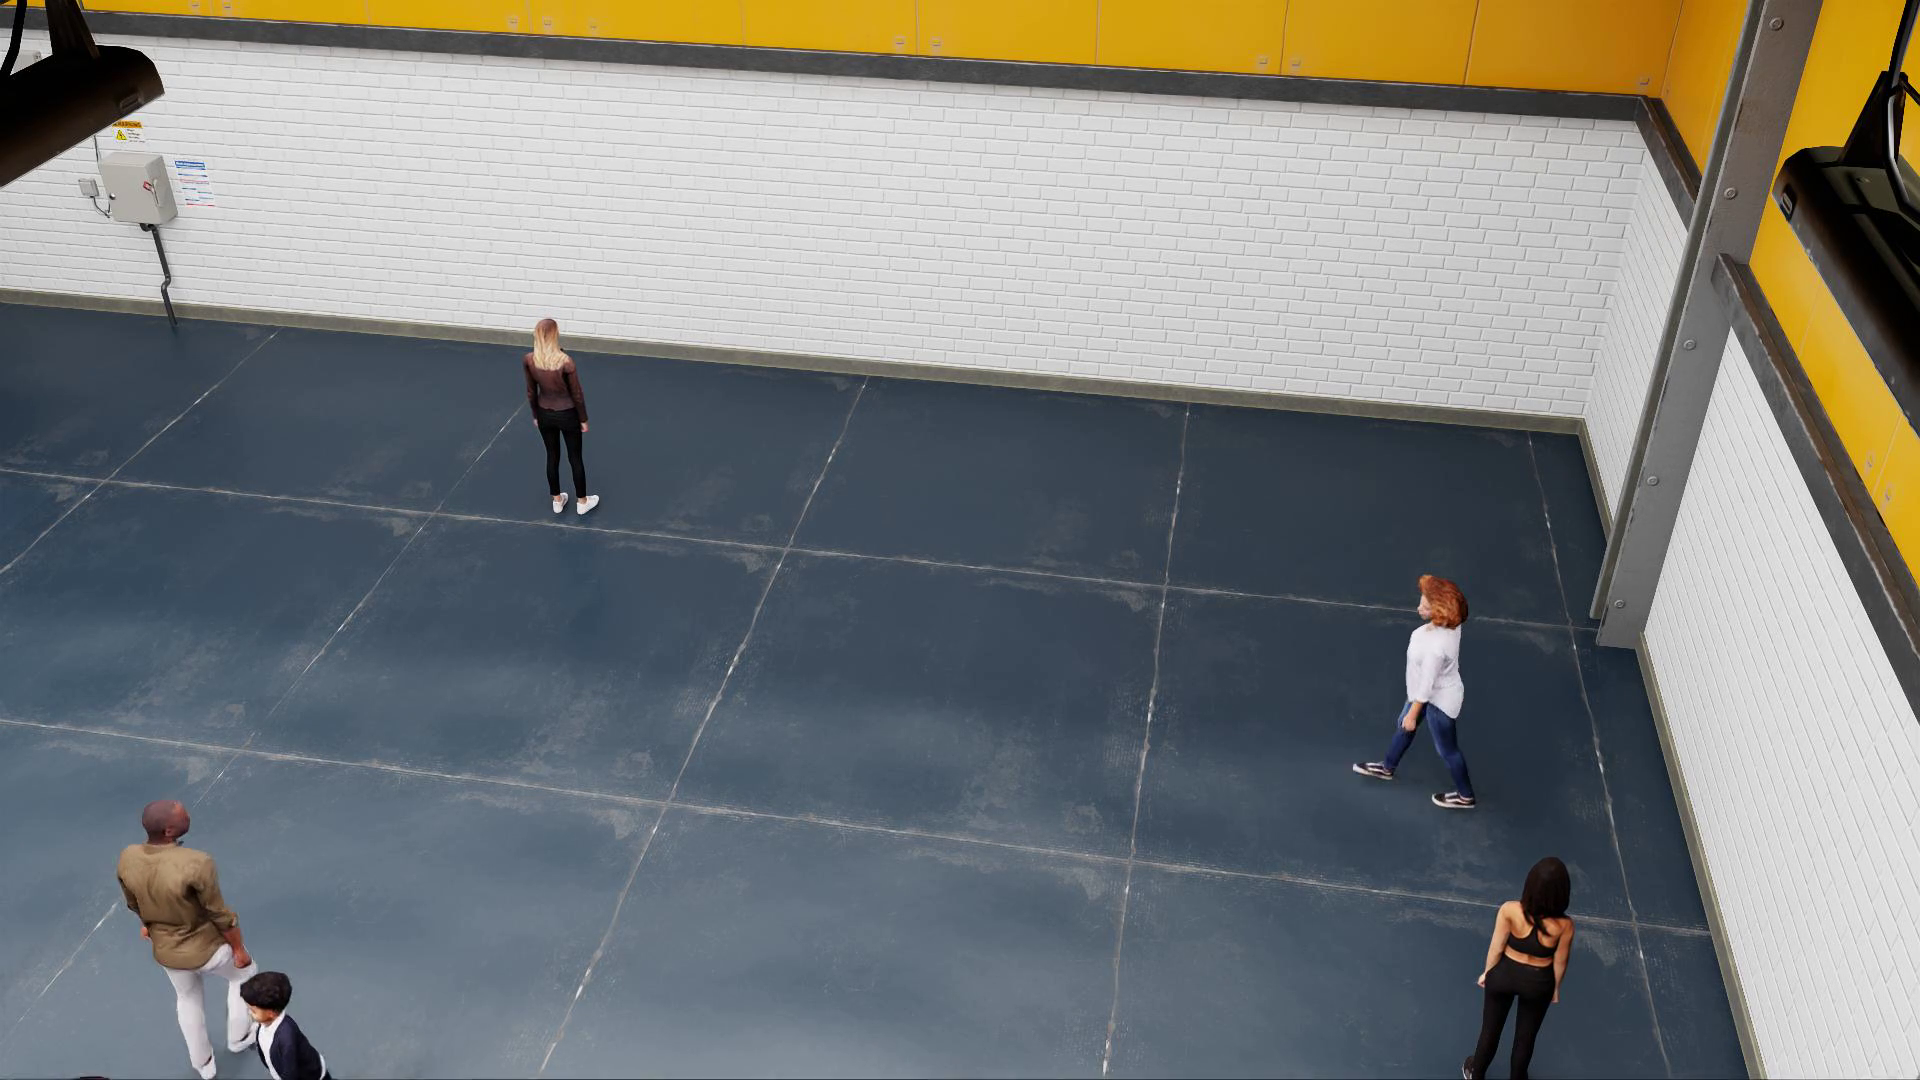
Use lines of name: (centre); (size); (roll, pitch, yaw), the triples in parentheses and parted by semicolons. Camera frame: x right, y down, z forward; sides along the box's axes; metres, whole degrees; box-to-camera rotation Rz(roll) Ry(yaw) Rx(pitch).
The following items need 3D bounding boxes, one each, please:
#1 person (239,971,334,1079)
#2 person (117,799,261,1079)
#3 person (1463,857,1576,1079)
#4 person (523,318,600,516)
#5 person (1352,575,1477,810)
person: (-3.262, 2.612, 8.315); (0.784, 1.191, 0.927); (27, 42, 35)
person: (-3.939, 2.112, 8.504); (0.827, 1.814, 0.678); (0, 34, 1)
person: (2.849, 2.247, 8.454); (0.577, 1.644, 0.526); (10, 35, 15)
person: (-3.202, -0.979, 13.253); (0.605, 1.704, 0.485); (6, 34, 10)
person: (3.065, 0.971, 10.337); (0.775, 1.685, 0.982); (12, 36, 18)
